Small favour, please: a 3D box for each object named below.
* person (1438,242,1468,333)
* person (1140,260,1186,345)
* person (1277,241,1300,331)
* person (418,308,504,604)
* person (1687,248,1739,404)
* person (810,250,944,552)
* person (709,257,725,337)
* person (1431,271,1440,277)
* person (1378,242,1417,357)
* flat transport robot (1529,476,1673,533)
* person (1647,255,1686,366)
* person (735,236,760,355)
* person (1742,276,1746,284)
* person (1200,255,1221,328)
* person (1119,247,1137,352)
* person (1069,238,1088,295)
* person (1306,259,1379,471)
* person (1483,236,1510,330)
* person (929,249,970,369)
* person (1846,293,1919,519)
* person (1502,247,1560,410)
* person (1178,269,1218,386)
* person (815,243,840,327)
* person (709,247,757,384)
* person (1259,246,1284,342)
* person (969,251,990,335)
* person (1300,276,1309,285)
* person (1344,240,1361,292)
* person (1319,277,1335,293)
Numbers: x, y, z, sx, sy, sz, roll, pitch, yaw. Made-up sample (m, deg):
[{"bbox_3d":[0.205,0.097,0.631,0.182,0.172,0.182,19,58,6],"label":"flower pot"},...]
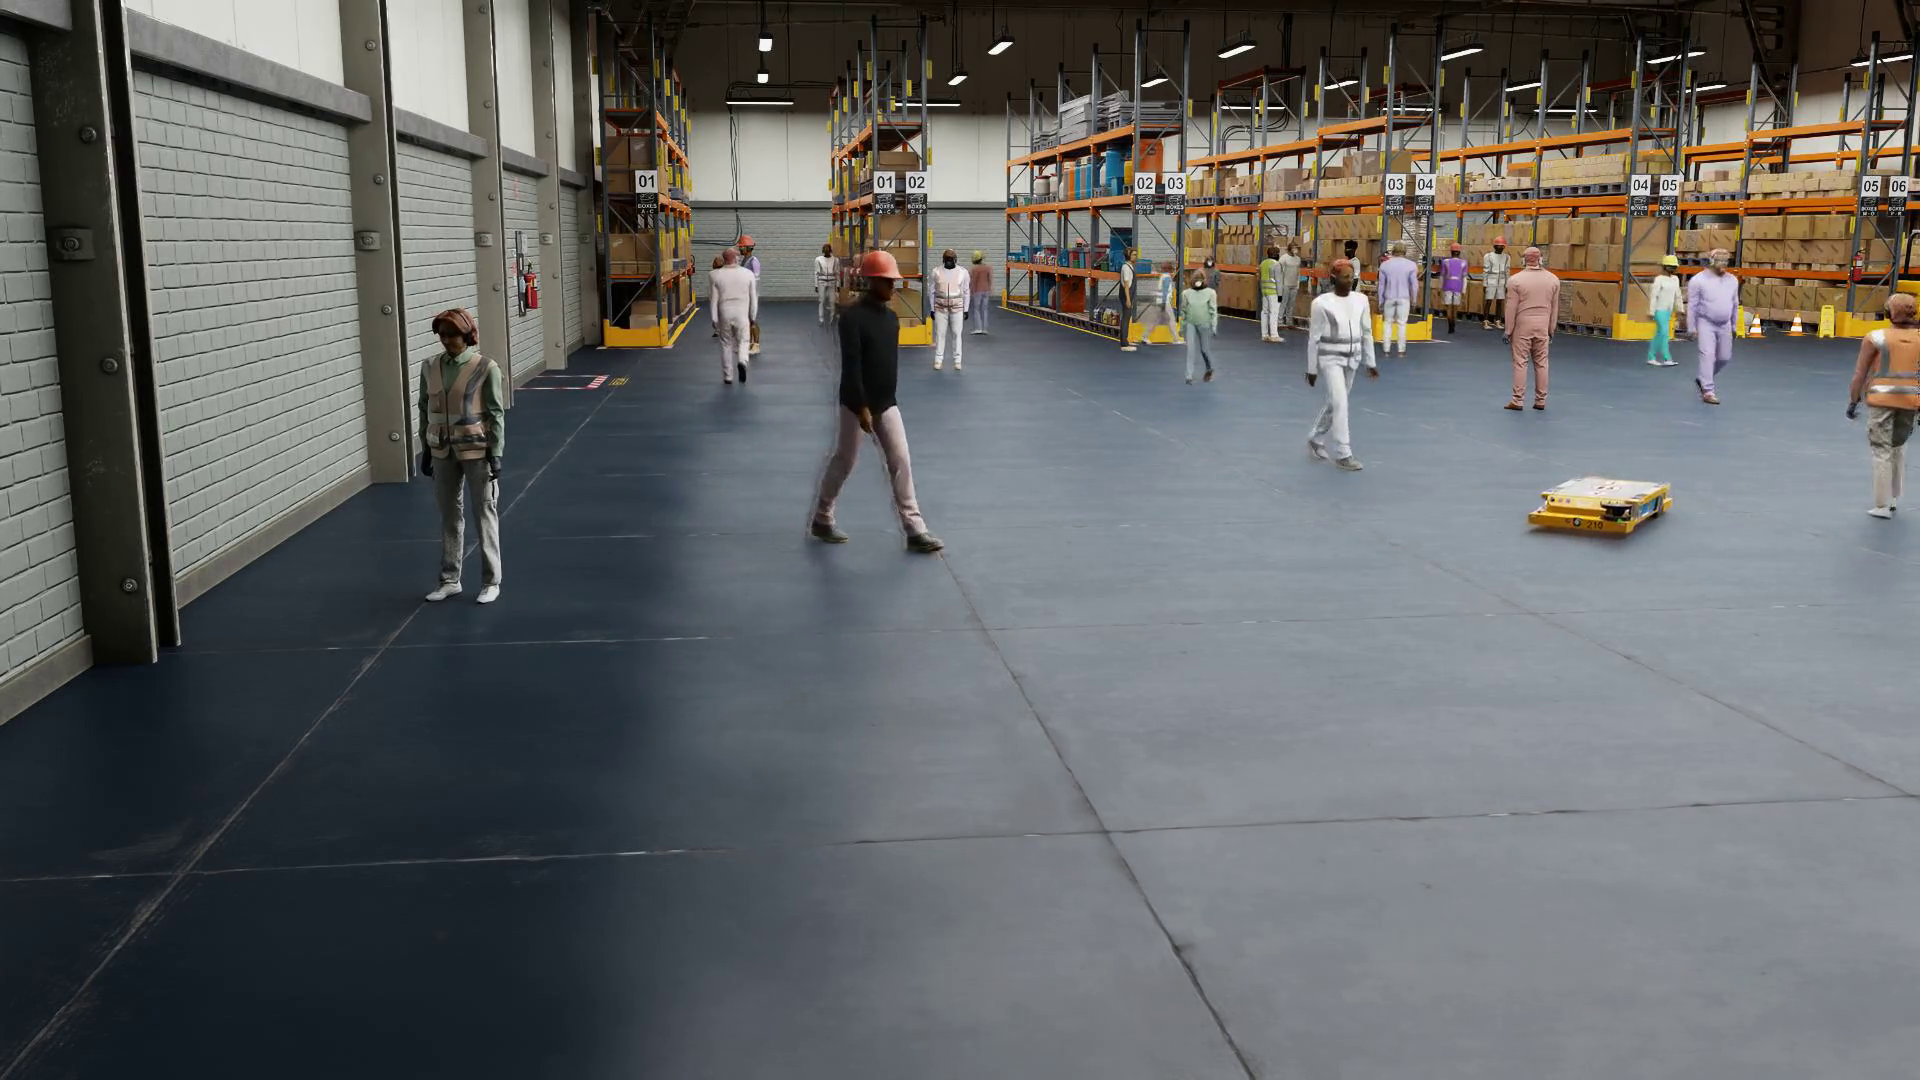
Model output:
[{"bbox_3d":[10.378,-5.297,34.992,0.553,1.913,0.755,1,10,4],"label":"person"},{"bbox_3d":[3.791,-4.457,31.255,0.836,1.591,0.533,-1,10,-6],"label":"person"},{"bbox_3d":[7.115,-5.485,35.977,0.632,1.931,0.375,-8,13,-37],"label":"person"},{"bbox_3d":[-2.761,-0.462,9.229,0.512,1.640,0.309,3,11,14],"label":"person"},{"bbox_3d":[9.255,-2.634,20.447,0.665,1.890,0.726,-1,10,-8],"label":"person"},{"bbox_3d":[-0.593,-0.896,10.803,1.044,1.947,0.607,8,13,38],"label":"person"},{"bbox_3d":[-4.854,-4.911,33.661,0.494,1.624,0.280,-9,14,-40],"label":"person"},{"bbox_3d":[13.684,-7.706,48.278,0.660,1.883,0.651,8,13,37],"label":"person"},{"bbox_3d":[7.381,-4.050,28.080,0.639,1.938,0.354,5,11,25],"label":"person"},{"bbox_3d":[4.619,-0.271,11.933,0.652,0.197,1.431,7,13,34],"label":"flat transport robot"},{"bbox_3d":[11.126,-3.578,26.063,0.543,1.735,0.811,-7,12,-32],"label":"person"},{"bbox_3d":[-3.652,-4.202,28.626,0.374,2.044,0.606,-6,12,-30],"label":"person"},{"bbox_3d":[20.940,-7.106,44.911,0.589,1.916,0.399,-2,10,-9],"label":"person"},{"bbox_3d":[5.500,-5.474,36.773,0.520,1.608,0.750,1,10,6],"label":"person"},{"bbox_3d":[2.995,-4.274,29.559,0.344,1.847,0.505,1,10,8],"label":"person"},{"bbox_3d":[3.544,-7.998,49.588,0.615,1.990,0.401,-2,11,-12],"label":"person"},{"bbox_3d":[3.344,-1.577,14.803,0.585,1.848,0.966,-5,11,-24],"label":"person"},{"bbox_3d":[11.684,-5.577,36.196,0.606,2.035,0.405,-1,10,-7],"label":"person"},{"bbox_3d":[-0.165,-3.526,25.487,0.622,1.838,0.429,1,10,3],"label":"person"},{"bbox_3d":[6.748,-0.978,12.125,0.519,1.619,0.624,1,10,3],"label":"person"},{"bbox_3d":[6.664,-2.467,19.496,0.643,1.905,0.399,-1,10,-7],"label":"person"},{"bbox_3d":[3.296,-2.939,22.926,0.538,1.601,0.740,4,11,19],"label":"person"},{"bbox_3d":[-3.004,-5.771,37.668,0.576,1.882,0.355,-1,10,-7],"label":"person"},{"bbox_3d":[-3.113,-3.071,22.847,0.654,1.887,0.588,-2,10,-10],"label":"person"},{"bbox_3d":[6.075,-4.779,32.342,0.429,1.844,0.626,-5,12,-26],"label":"person"},{"bbox_3d":[0.431,-5.111,34.502,0.607,1.727,0.354,-10,14,-43],"label":"person"},{"bbox_3d":[9.013,-6.862,44.145,0.579,1.699,0.317,-2,10,-9],"label":"person"},{"bbox_3d":[7.489,-4.769,31.943,0.367,1.966,0.606,0,10,0],"label":"person"},{"bbox_3d":[9.787,-6.875,44.230,0.497,1.684,0.926,-1,10,-7],"label":"person"}]
